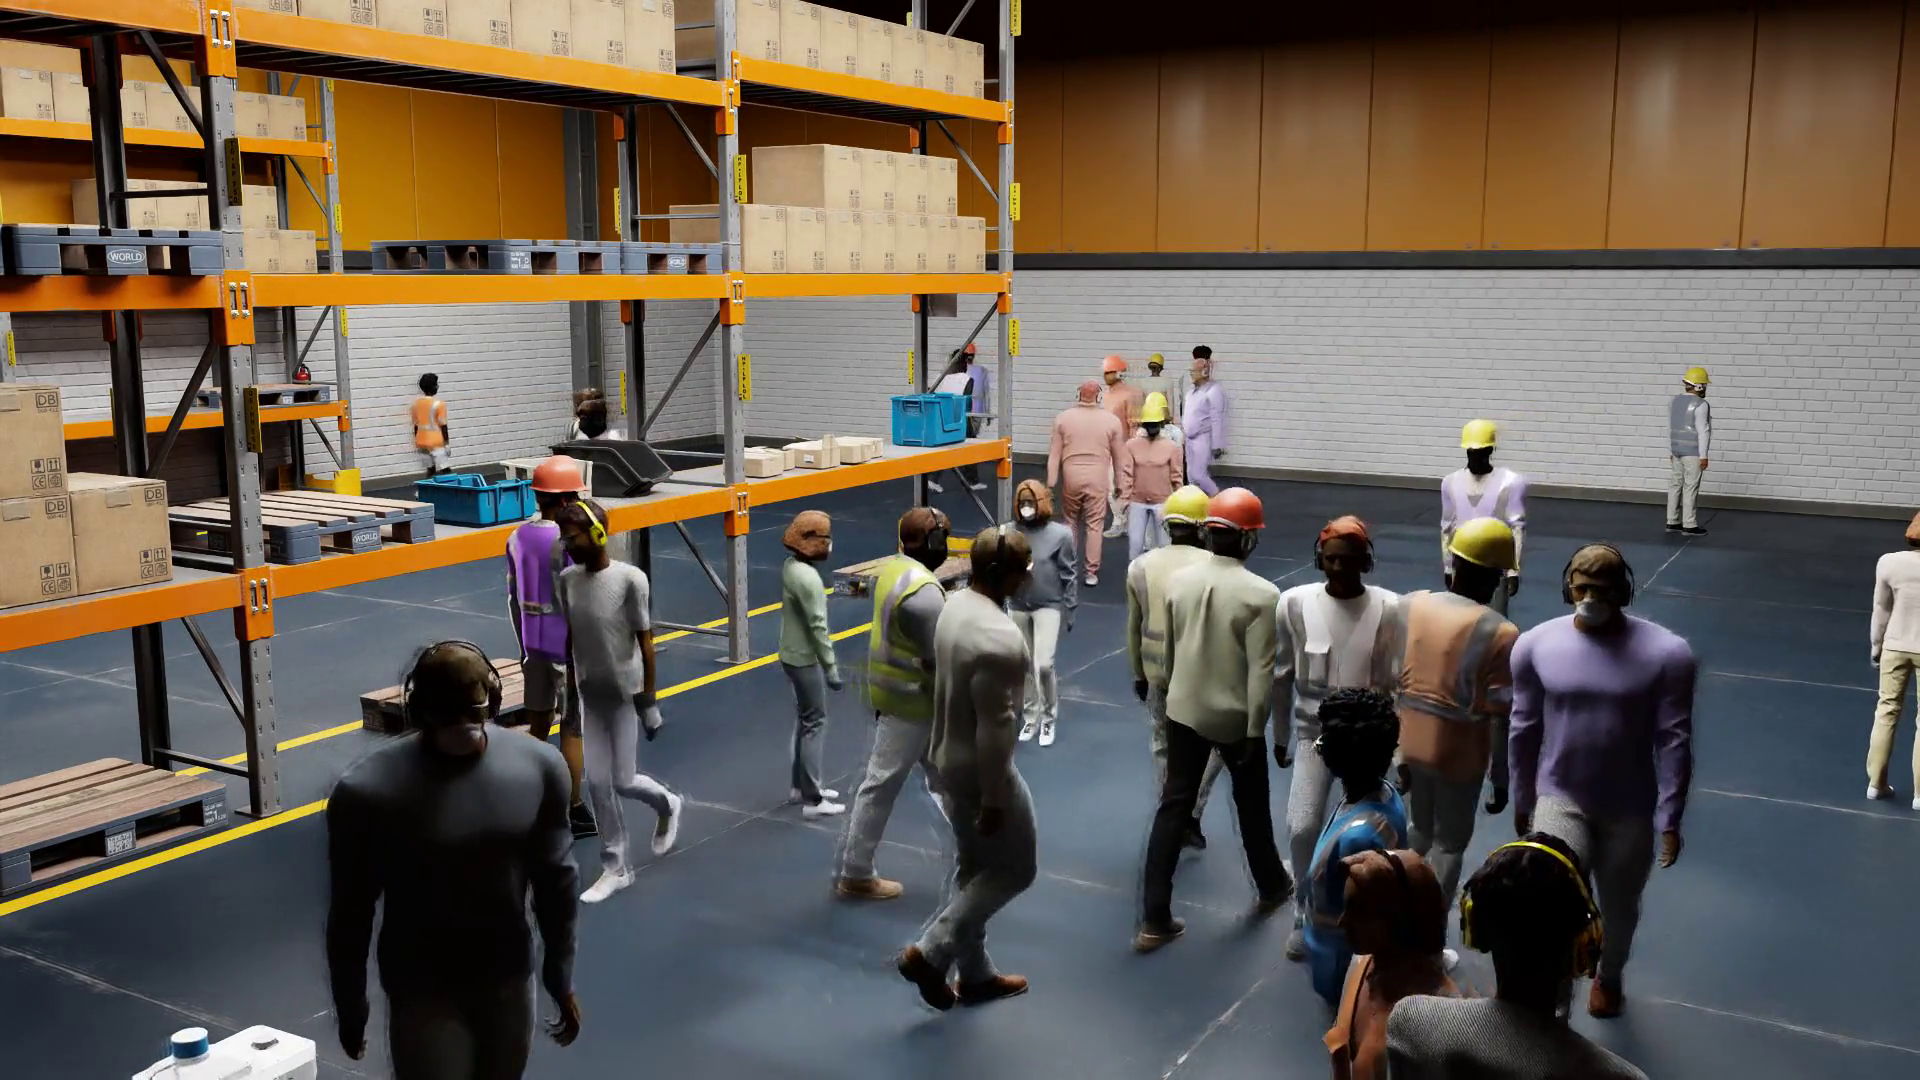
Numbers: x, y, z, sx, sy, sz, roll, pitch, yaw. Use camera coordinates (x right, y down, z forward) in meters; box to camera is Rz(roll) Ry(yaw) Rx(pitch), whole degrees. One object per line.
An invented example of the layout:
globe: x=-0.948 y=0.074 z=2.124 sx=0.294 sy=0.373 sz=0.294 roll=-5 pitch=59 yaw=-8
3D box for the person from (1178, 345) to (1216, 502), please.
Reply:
person: x=2.958 y=-1.443 z=20.687 sx=0.373 sy=1.958 sz=0.607 roll=-6 pitch=11 yaw=-35

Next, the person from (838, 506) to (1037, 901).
person: x=-0.118 y=0.746 z=7.553 sx=0.978 sy=1.776 sz=0.646 roll=-1 pitch=9 yaw=-7

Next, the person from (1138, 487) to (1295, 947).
person: x=1.113 y=0.739 z=7.178 sx=0.621 sy=1.934 sz=1.069 roll=7 pitch=12 yaw=38

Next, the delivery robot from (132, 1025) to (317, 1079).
delivery robot: x=-2.310 y=1.720 z=5.020 sx=0.477 sy=0.478 sz=0.707 roll=5 pitch=10 yaw=28

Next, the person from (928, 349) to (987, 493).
person: x=-0.064 y=-1.547 z=21.611 sx=0.608 sy=1.876 sz=0.988 roll=9 pitch=13 yaw=44

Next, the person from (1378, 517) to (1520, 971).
person: x=1.934 y=0.846 z=6.584 sx=0.426 sy=1.898 sz=0.620 roll=-7 pitch=11 yaw=-37

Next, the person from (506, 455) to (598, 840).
person: x=-2.010 y=0.538 z=8.389 sx=0.551 sy=1.934 sz=0.372 roll=6 pitch=11 yaw=33

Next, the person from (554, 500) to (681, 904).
person: x=-1.556 y=0.707 z=7.670 sx=0.526 sy=1.837 sz=0.633 roll=5 pitch=10 yaw=27

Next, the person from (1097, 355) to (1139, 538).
person: x=1.614 y=-0.989 z=17.785 sx=0.516 sy=1.972 sz=0.634 roll=-4 pitch=10 yaw=-25

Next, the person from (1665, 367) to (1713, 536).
person: x=7.951 y=-0.967 z=18.105 sx=0.404 sy=1.830 sz=0.599 roll=-2 pitch=9 yaw=-13

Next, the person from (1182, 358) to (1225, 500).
person: x=2.748 y=-1.120 z=18.886 sx=0.465 sy=1.888 sz=0.649 roll=-3 pitch=10 yaw=-19

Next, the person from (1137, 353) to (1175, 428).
person: x=2.648 y=-1.642 z=22.521 sx=0.524 sy=1.769 sz=0.313 roll=3 pitch=10 yaw=18

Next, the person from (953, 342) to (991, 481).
person: x=0.071 y=-1.764 z=22.838 sx=0.577 sy=1.904 sz=0.859 roll=-4 pitch=10 yaw=-23

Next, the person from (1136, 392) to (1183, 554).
person: x=1.851 y=-0.522 z=15.635 sx=0.486 sy=1.736 sz=0.313 roll=6 pitch=11 yaw=33

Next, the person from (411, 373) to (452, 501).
person: x=-6.228 y=-1.117 z=19.489 sx=0.547 sy=1.680 sz=0.512 roll=5 pitch=11 yaw=31

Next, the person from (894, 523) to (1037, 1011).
person: x=0.039 y=0.883 z=6.315 sx=0.514 sy=1.921 sz=0.644 roll=-4 pitch=10 yaw=-22

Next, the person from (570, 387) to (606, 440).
person: x=-3.275 y=-0.450 z=14.889 sx=0.393 sy=1.827 sz=0.514 roll=-5 pitch=11 yaw=-30

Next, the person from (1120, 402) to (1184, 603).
person: x=1.649 y=-0.311 z=14.245 sx=0.531 sy=1.754 sz=0.355 roll=4 pitch=10 yaw=24

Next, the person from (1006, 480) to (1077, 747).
person: x=0.432 y=0.442 z=9.989 sx=0.506 sy=1.619 sz=0.496 roll=3 pitch=10 yaw=20

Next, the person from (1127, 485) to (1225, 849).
person: x=1.101 y=0.640 z=8.109 sx=0.619 sy=1.818 sz=0.421 roll=6 pitch=11 yaw=33

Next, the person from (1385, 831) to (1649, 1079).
person: x=1.000 y=1.435 z=2.997 sx=0.508 sy=1.873 sz=0.329 roll=8 pitch=12 yaw=40

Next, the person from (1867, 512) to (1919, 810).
person: x=5.102 y=0.619 z=8.846 sx=0.272 sy=1.627 sz=0.502 roll=-7 pitch=12 yaw=-39

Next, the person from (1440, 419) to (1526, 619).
person: x=3.491 y=0.130 z=11.076 sx=0.602 sy=1.899 sz=0.871 roll=7 pitch=11 yaw=36

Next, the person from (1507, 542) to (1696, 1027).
person: x=2.303 y=0.936 z=6.034 sx=0.630 sy=1.905 sz=0.944 roll=4 pitch=10 yaw=24

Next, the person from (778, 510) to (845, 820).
person: x=-0.786 y=0.640 z=8.721 sx=0.328 sy=1.619 sz=0.516 roll=-2 pitch=9 yaw=-14

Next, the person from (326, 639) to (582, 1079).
person: x=-1.309 y=1.189 z=4.400 sx=0.629 sy=1.916 sz=0.456 roll=-7 pitch=11 yaw=-36

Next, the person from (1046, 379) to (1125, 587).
person: x=1.155 y=-0.536 z=15.292 sx=0.704 sy=1.871 sz=0.822 roll=1 pitch=9 yaw=6

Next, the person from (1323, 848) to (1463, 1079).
person: x=0.925 y=1.465 z=3.675 sx=0.864 sy=1.593 sz=0.538 roll=-2 pitch=9 yaw=-11

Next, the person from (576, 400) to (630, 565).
person: x=-3.024 y=-0.223 z=13.538 sx=0.630 sy=1.814 sz=0.816 roll=7 pitch=11 yaw=36

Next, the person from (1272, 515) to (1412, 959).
person: x=1.556 y=0.826 z=6.791 sx=0.595 sy=1.866 sz=0.491 roll=3 pitch=10 yaw=18

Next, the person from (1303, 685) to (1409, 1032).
person: x=1.127 y=1.246 z=4.706 sx=0.320 sy=1.698 sz=0.537 roll=3 pitch=9 yaw=16
